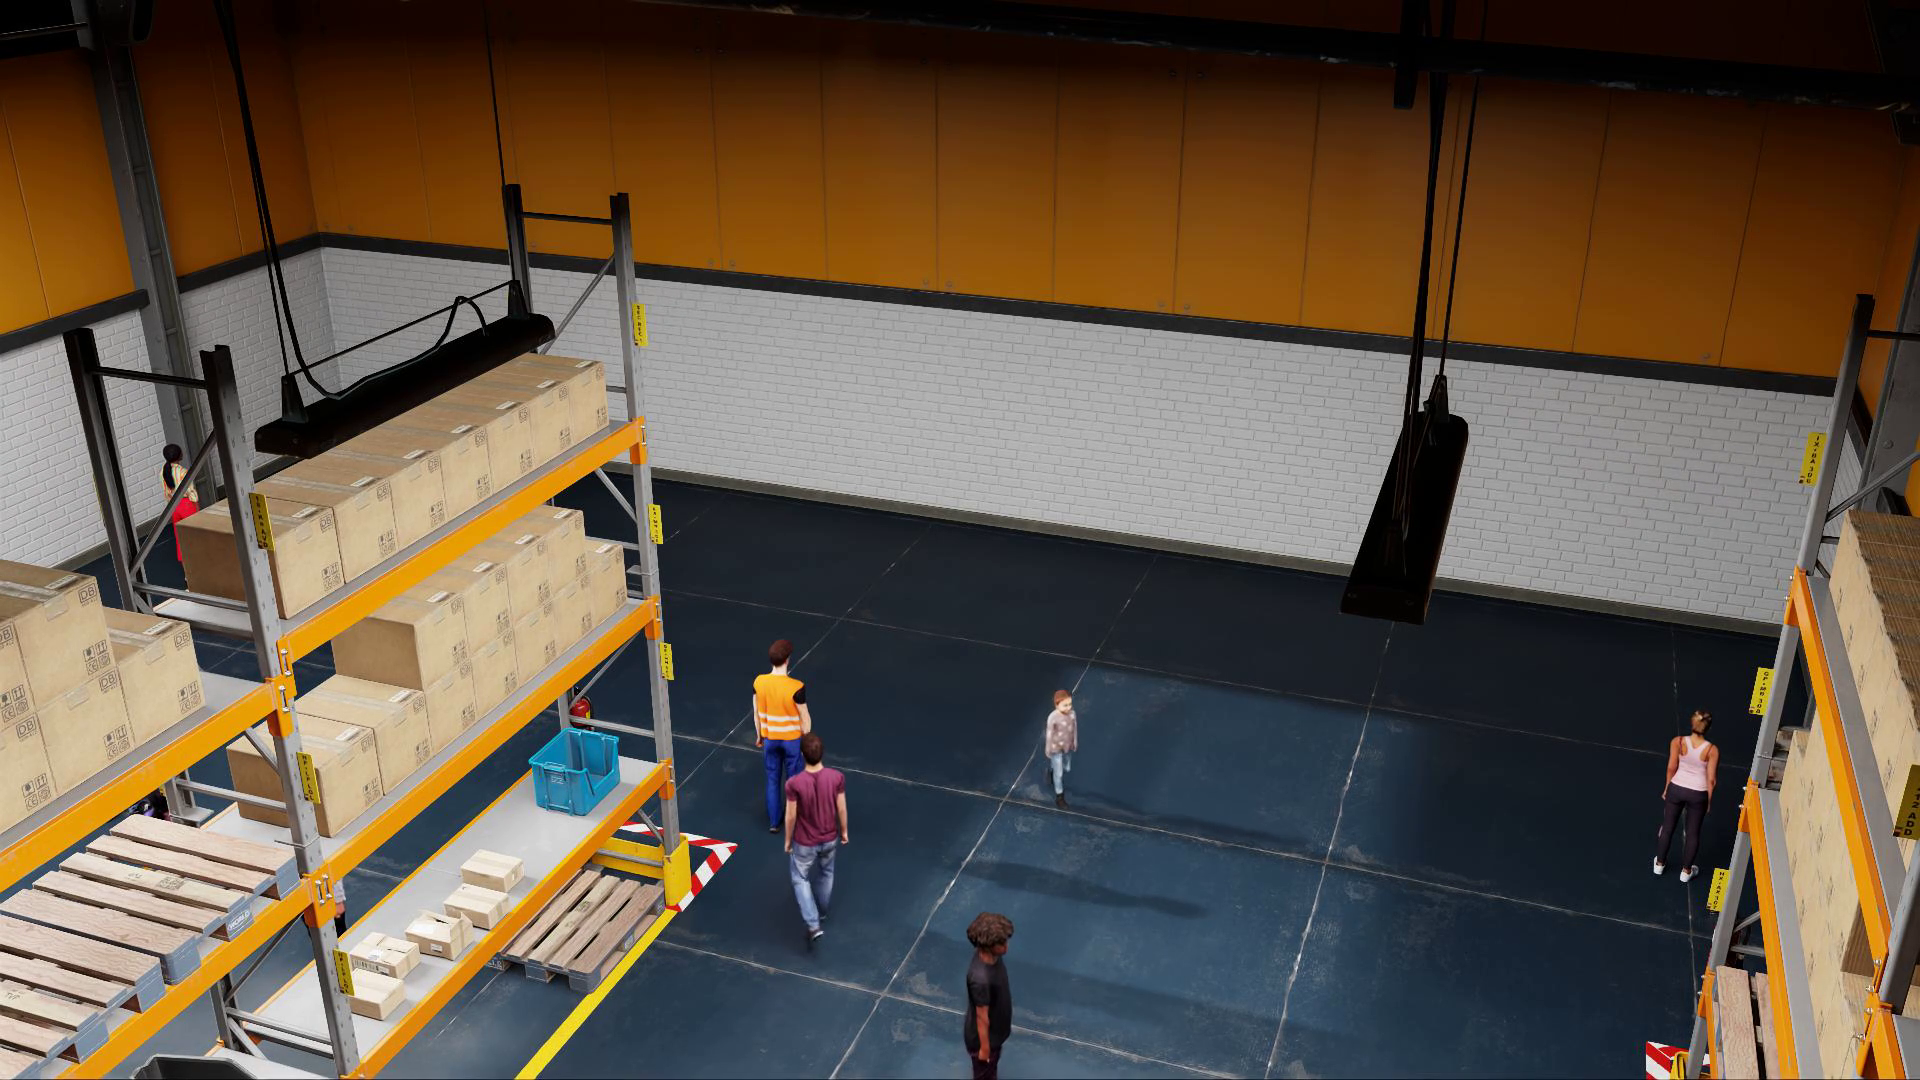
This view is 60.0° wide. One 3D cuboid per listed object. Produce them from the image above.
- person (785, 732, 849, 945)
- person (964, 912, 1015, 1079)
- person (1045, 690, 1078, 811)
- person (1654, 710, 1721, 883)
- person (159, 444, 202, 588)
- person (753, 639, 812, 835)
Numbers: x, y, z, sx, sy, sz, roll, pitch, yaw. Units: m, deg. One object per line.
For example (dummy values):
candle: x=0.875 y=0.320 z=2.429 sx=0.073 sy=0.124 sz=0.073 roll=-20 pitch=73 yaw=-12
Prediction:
person: x=-1.159 y=2.417 z=13.426 sx=1.031 sy=1.835 sz=1.135 roll=-7 pitch=25 yaw=-16
person: x=0.184 y=3.316 z=11.437 sx=0.707 sy=1.780 sz=0.543 roll=4 pitch=24 yaw=9
person: x=0.909 y=1.895 z=15.429 sx=0.717 sy=1.187 sz=0.774 roll=-11 pitch=26 yaw=-24
person: x=6.231 y=2.170 z=14.234 sx=0.617 sy=1.640 sz=0.620 roll=15 pitch=28 yaw=31
person: x=-9.168 y=-0.296 z=19.683 sx=0.611 sy=1.794 sz=0.556 roll=6 pitch=24 yaw=12
person: x=-1.586 y=1.768 z=14.848 sx=0.700 sy=1.884 sz=0.637 roll=6 pitch=24 yaw=14
